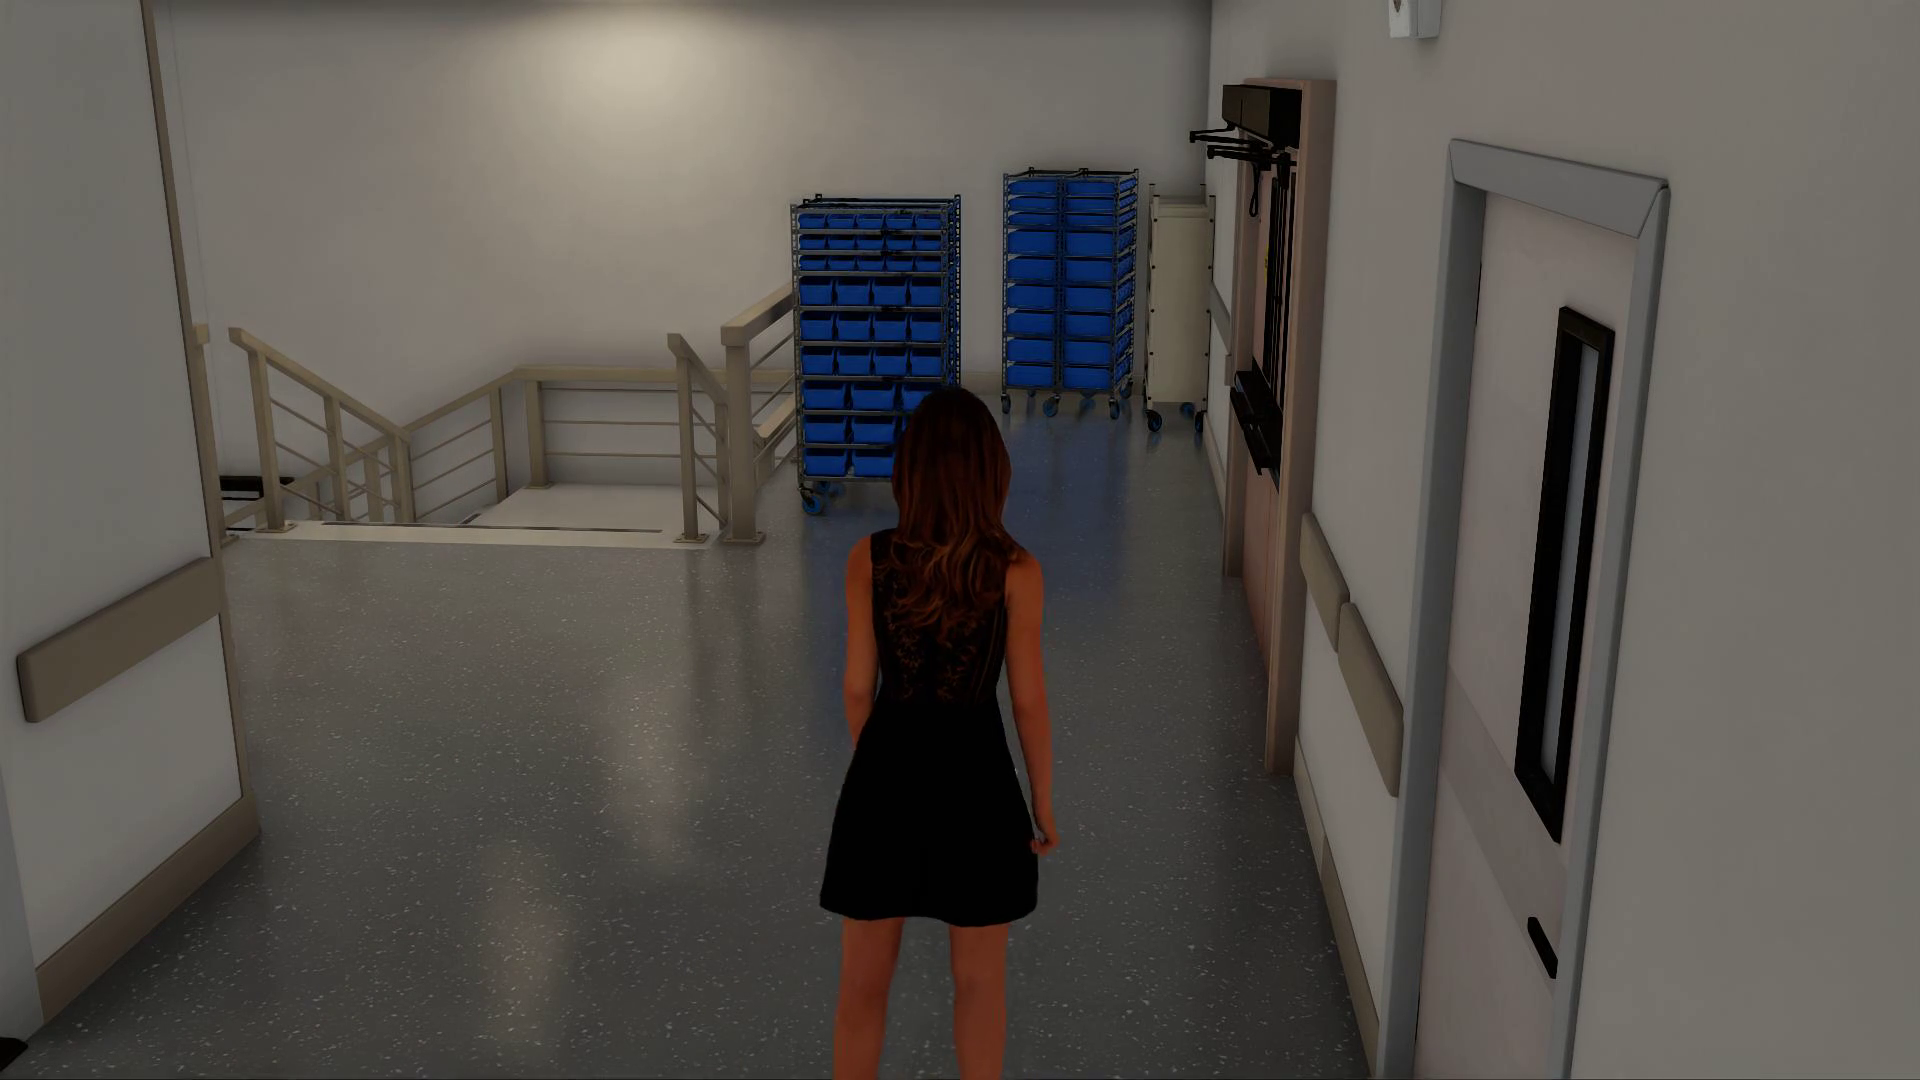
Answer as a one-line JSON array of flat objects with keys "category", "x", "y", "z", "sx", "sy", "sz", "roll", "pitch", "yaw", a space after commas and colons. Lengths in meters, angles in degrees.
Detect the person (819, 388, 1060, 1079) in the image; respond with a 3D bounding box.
[{"category": "person", "x": -0.044, "y": 0.597, "z": 3.508, "sx": 0.645, "sy": 1.824, "sz": 0.613, "roll": 2, "pitch": 16, "yaw": 6}]
